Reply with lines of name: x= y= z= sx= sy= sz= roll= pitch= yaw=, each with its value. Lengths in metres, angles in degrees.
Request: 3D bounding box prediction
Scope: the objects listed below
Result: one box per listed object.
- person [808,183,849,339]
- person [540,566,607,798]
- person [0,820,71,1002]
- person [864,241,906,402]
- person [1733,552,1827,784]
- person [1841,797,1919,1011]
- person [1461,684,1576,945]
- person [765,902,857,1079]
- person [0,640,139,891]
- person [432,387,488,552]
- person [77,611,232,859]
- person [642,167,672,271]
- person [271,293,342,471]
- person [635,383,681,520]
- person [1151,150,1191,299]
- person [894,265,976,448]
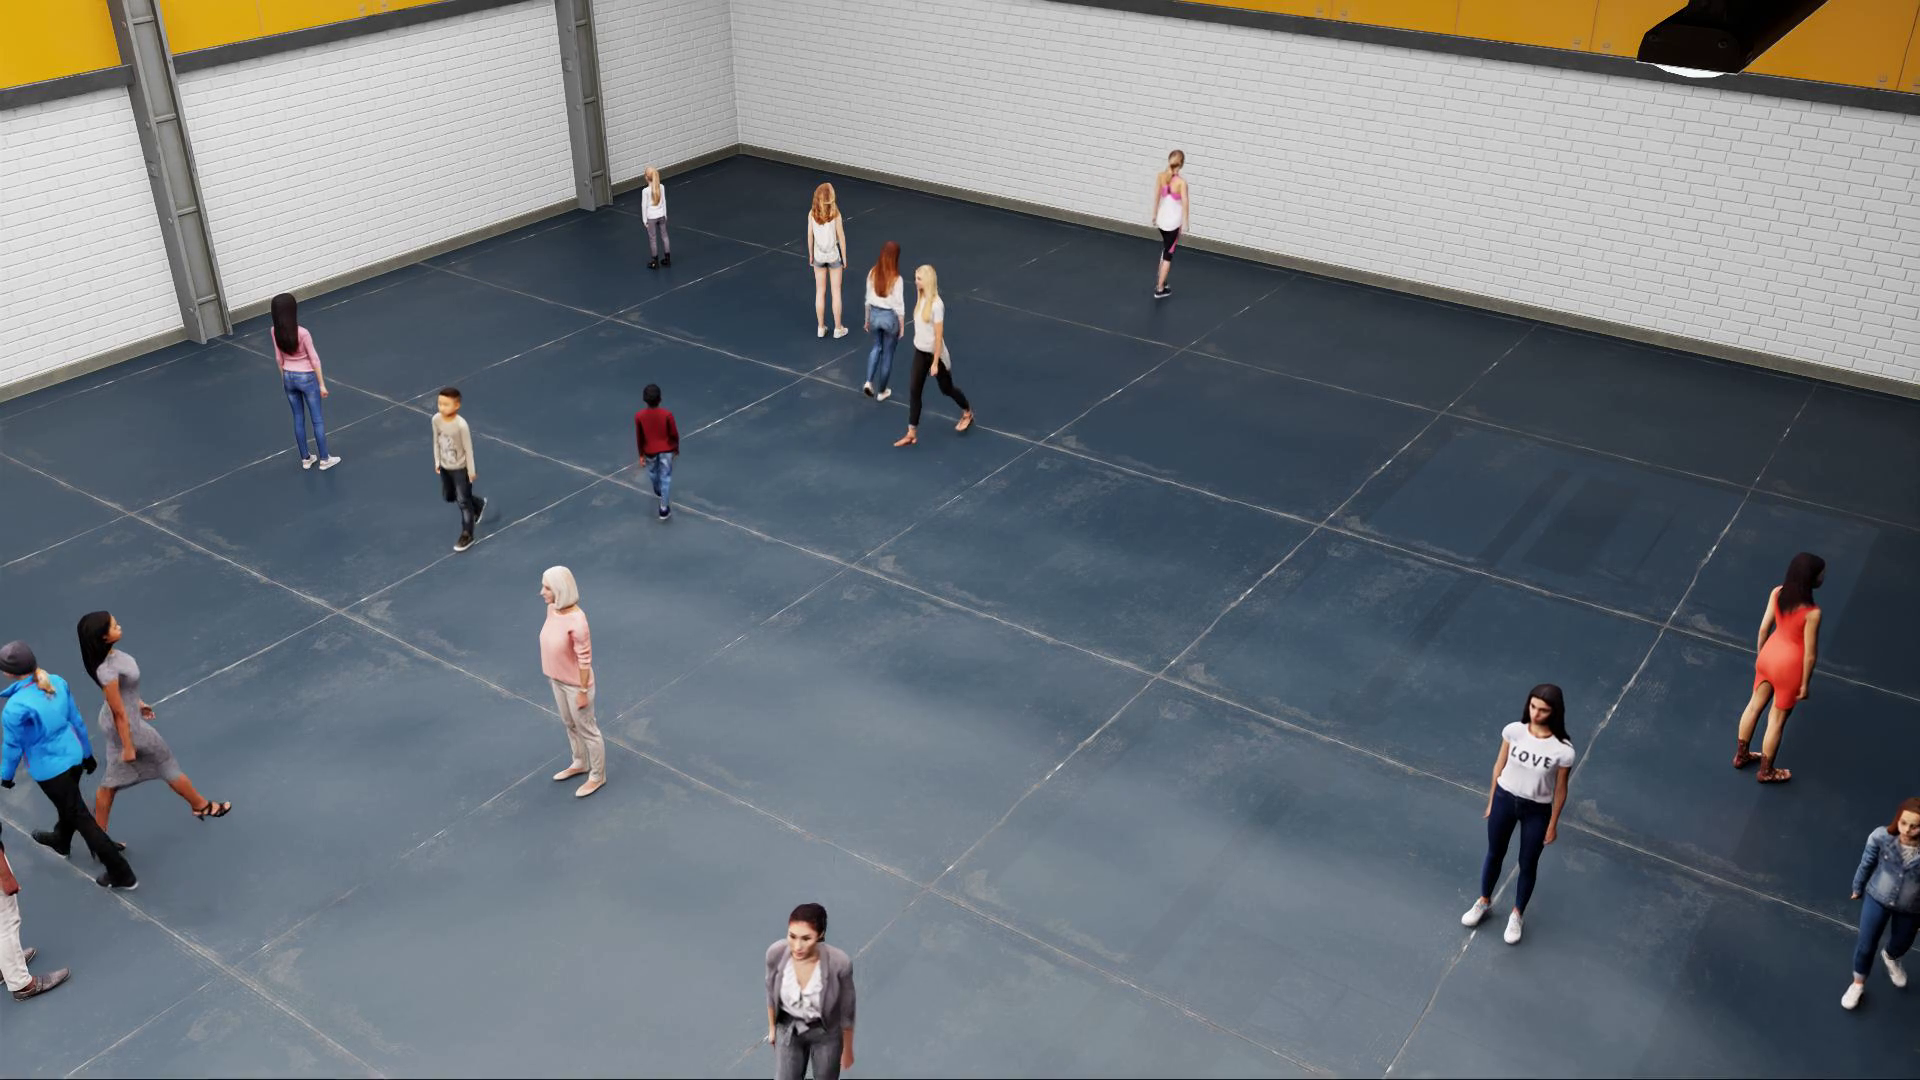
person: x=-1.482 y=-3.114 z=18.541 sx=0.651 sy=1.759 sz=0.629 roll=7 pitch=29 yaw=12
person: x=-2.604 y=0.927 z=11.170 sx=0.588 sy=1.725 sz=0.643 roll=-24 pitch=37 yaw=-37
person: x=-5.583 y=1.828 z=9.434 sx=0.664 sy=1.804 sz=0.574 roll=17 pitch=33 yaw=29
person: x=-0.807 y=-2.180 z=16.876 sx=0.658 sy=1.714 sz=0.728 roll=12 pitch=31 yaw=22
person: x=5.573 y=0.866 z=11.287 sx=0.698 sy=1.719 sz=0.672 roll=-11 pitch=30 yaw=-19
person: x=5.322 y=2.023 z=9.445 sx=0.573 sy=1.452 sz=0.741 roll=17 pitch=33 yaw=28
person: x=3.341 y=1.607 z=9.872 sx=0.588 sy=1.775 sz=0.521 roll=20 pitch=34 yaw=32
person: x=-0.729 y=2.454 z=8.429 sx=0.721 sy=1.668 sz=0.728 roll=5 pitch=29 yaw=10
person: x=-5.448 y=1.435 z=10.194 sx=0.920 sy=1.767 sz=1.118 roll=8 pitch=30 yaw=14
person: x=-4.302 y=-0.658 z=14.360 sx=0.622 sy=1.453 sz=0.821 roll=13 pitch=31 yaw=22
person: x=-5.378 y=1.267 z=10.542 sx=1.163 sy=1.729 sz=0.814 roll=-21 pitch=35 yaw=-33
person: x=-3.774 y=-4.014 z=20.694 sx=0.509 sy=1.277 sz=0.600 roll=-19 pitch=34 yaw=-31
person: x=-6.182 y=-1.492 z=15.587 sx=0.641 sy=1.743 sz=0.644 roll=5 pitch=29 yaw=9
person: x=-2.684 y=-0.769 z=14.800 sx=0.823 sy=1.226 sz=0.937 roll=-1 pitch=29 yaw=-3
person: x=2.409 y=-3.691 z=19.587 sx=0.671 sy=1.771 sz=0.666 roll=25 pitch=37 yaw=38
person: x=-0.179 y=-1.784 z=16.080 sx=1.261 sy=1.782 sz=0.868 roll=-21 pitch=35 yaw=-33
